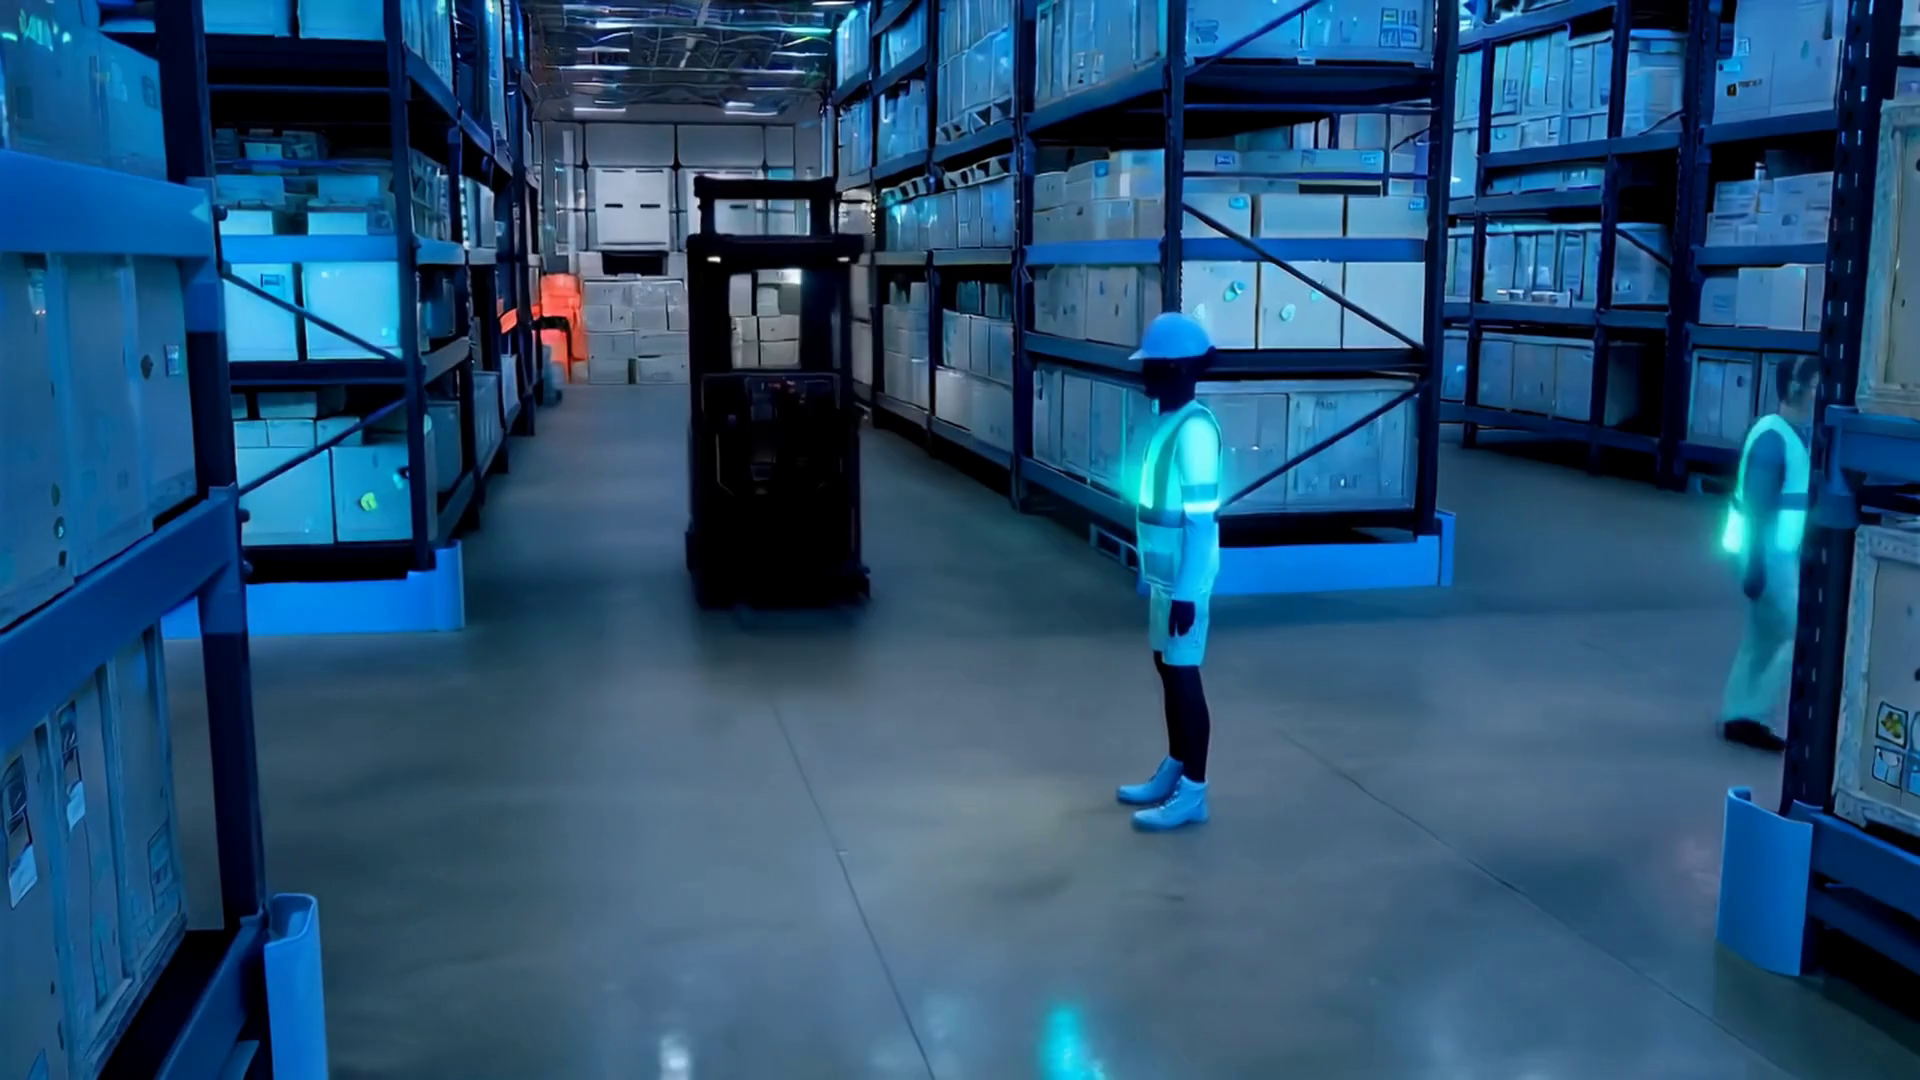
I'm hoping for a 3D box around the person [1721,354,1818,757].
[{"bbox_3d":[3.750,0.073,7.567,0.505,1.826,0.589,7,11,35],"label":"person"}]

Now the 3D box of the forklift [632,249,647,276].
[{"bbox_3d":[-10.652,-8.274,55.253,1.873,2.768,1.129,-1,9,-5],"label":"forklift"}]

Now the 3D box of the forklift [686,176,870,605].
[{"bbox_3d":[-1.339,-1.102,11.543,1.129,2.768,1.873,-2,10,-12],"label":"forklift"}]

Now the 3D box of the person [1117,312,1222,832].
[{"bbox_3d":[0.830,0.128,6.586,0.373,2.043,0.615,-1,9,-3],"label":"person"}]
